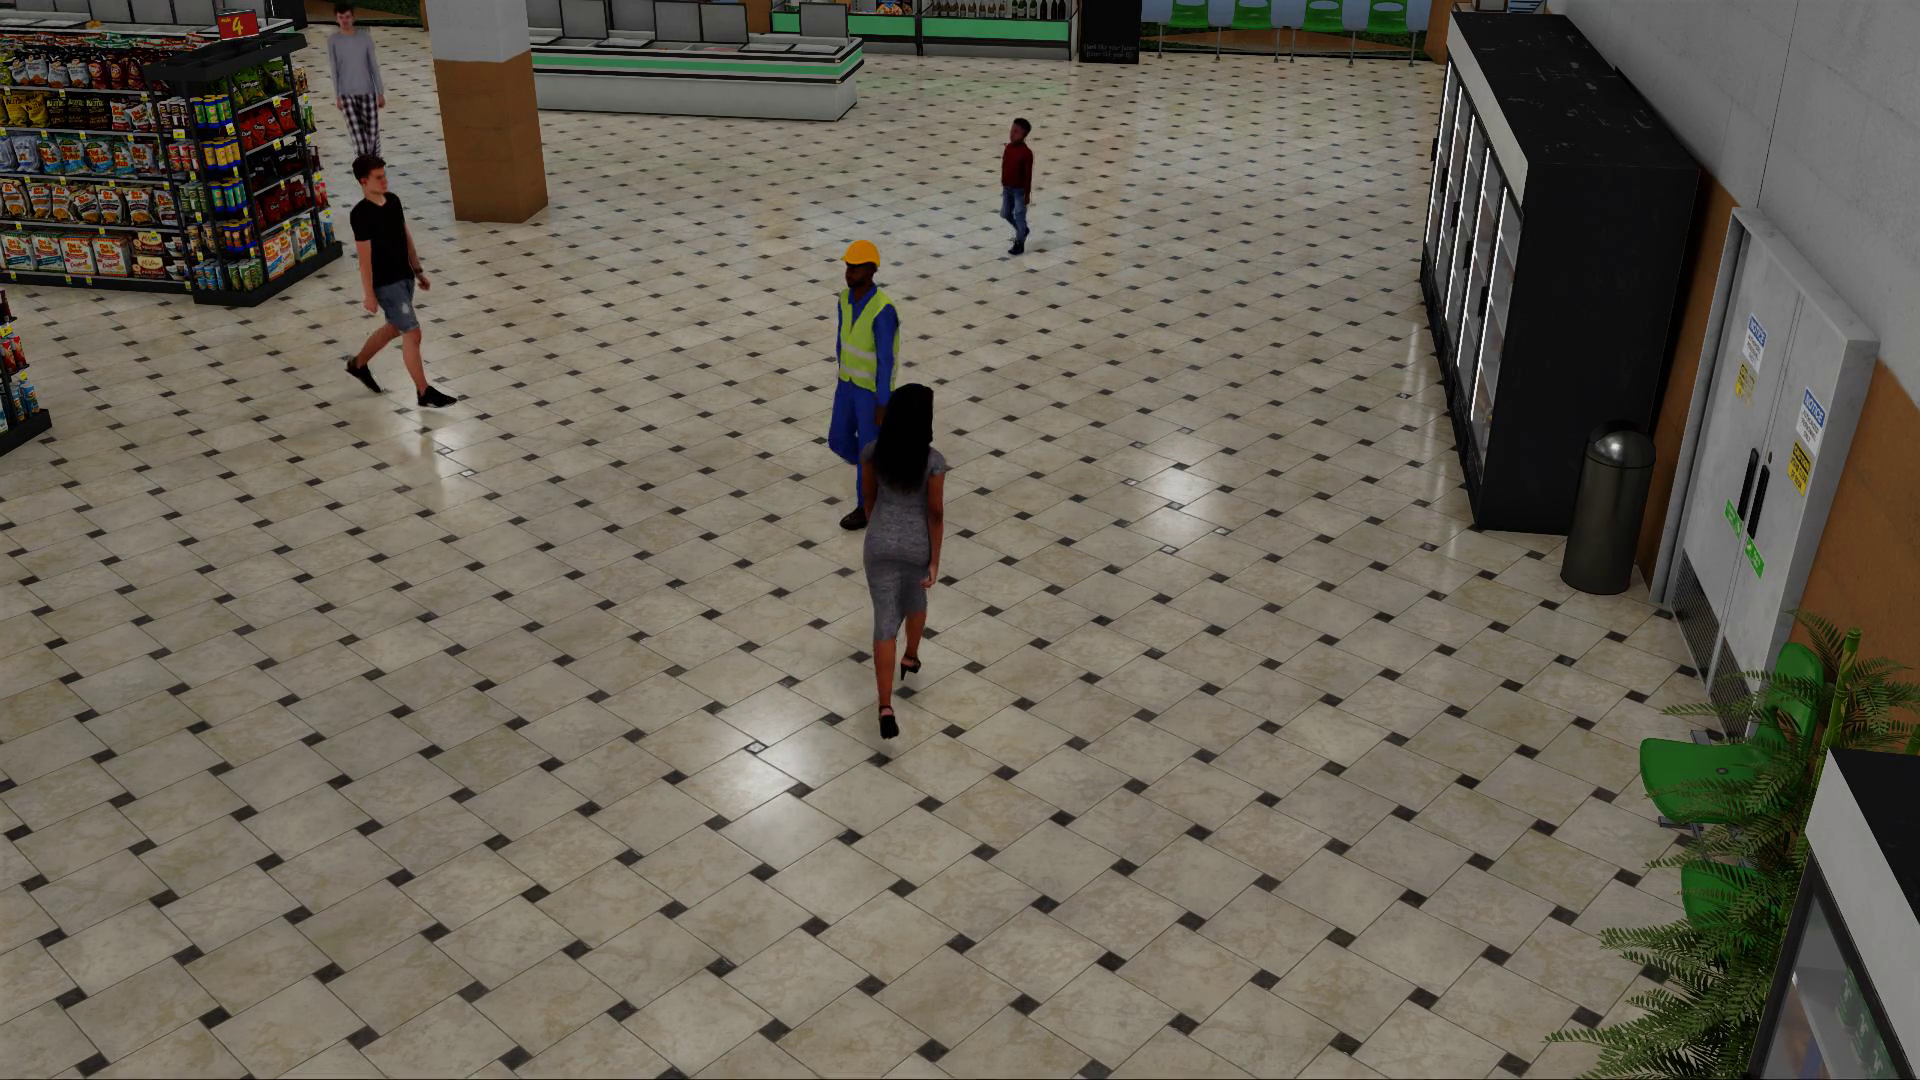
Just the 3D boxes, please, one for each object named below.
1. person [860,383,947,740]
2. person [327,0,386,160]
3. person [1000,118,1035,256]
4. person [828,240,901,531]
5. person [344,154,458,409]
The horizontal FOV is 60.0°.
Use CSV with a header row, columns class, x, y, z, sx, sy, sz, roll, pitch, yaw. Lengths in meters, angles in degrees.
class,x,y,z,sx,sy,sz,roll,pitch,yaw
person,-0.307,0.140,8.045,1.077,1.733,0.694,2,27,5
person,-6.322,-4.679,17.461,1.144,1.811,1.084,-11,29,-21
person,0.565,-3.255,15.278,0.708,1.245,0.650,-21,34,-35
person,-0.518,-0.953,10.120,0.953,1.805,0.902,-23,35,-37
person,-4.130,-1.835,11.846,1.163,1.818,0.680,5,27,10
